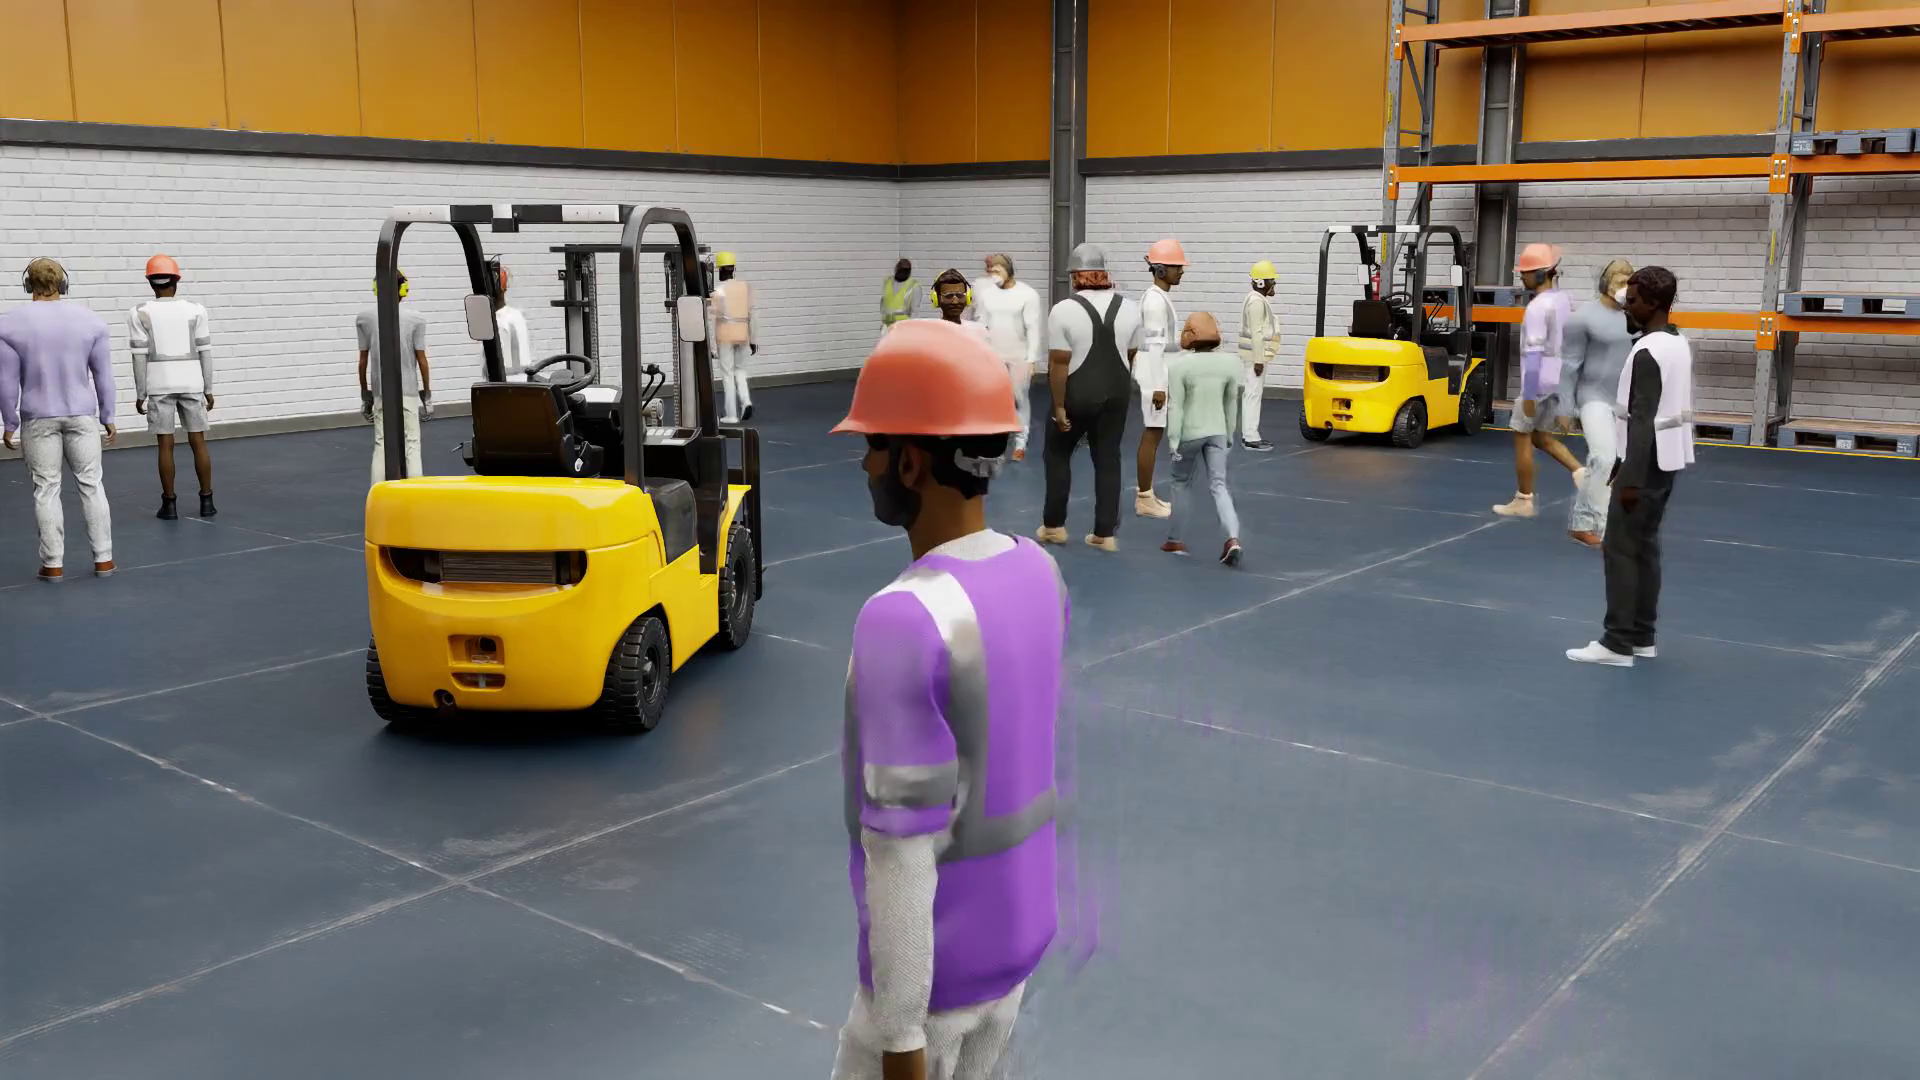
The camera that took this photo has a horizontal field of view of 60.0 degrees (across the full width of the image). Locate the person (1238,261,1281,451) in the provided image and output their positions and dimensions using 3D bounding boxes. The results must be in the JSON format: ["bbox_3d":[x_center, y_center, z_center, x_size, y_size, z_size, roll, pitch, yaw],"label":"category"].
[{"bbox_3d":[2.913,-1.791,16.198,0.404,1.834,0.591,1,10,8],"label":"person"}]

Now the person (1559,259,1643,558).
[{"bbox_3d":[4.253,-0.839,10.713,0.650,1.902,0.894,-3,11,-18],"label":"person"}]

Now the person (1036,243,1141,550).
[{"bbox_3d":[0.821,-0.969,11.068,0.693,2.000,0.765,-4,11,-21],"label":"person"}]

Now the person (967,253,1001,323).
[{"bbox_3d":[0.420,-2.238,18.515,0.670,1.882,0.729,5,12,28],"label":"person"}]

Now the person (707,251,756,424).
[{"bbox_3d":[-2.544,-2.232,18.408,0.617,1.913,0.410,-9,13,-40],"label":"person"}]

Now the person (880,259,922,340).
[{"bbox_3d":[-0.846,-2.832,22.099,0.699,1.788,0.824,5,11,25],"label":"person"}]

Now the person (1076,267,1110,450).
[{"bbox_3d":[1.331,-1.797,16.261,0.403,1.826,0.591,-3,11,-15],"label":"person"}]

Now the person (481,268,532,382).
[{"bbox_3d":[-2.999,-0.902,11.177,0.481,1.865,0.617,0,10,0],"label":"person"}]

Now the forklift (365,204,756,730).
[{"bbox_3d":[-1.766,-0.406,7.525,1.214,2.155,2.313,1,10,7],"label":"forklift"}]

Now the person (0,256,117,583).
[{"bbox_3d":[-5.385,-0.715,9.945,0.635,1.937,0.353,-7,12,-34],"label":"person"}]

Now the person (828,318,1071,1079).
[{"bbox_3d":[0.036,0.621,2.597,0.622,1.921,0.550,6,12,29],"label":"person"}]

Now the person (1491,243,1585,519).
[{"bbox_3d":[4.262,-1.125,12.002,0.688,2.017,0.630,9,14,41],"label":"person"}]

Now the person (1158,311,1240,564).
[{"bbox_3d":[1.555,-0.652,10.554,0.503,1.604,0.800,-3,11,-17],"label":"person"}]

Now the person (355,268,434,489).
[{"bbox_3d":[-4.032,-1.020,11.869,0.507,1.859,0.351,0,10,0],"label":"person"}]

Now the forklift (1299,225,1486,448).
[{"bbox_3d":[4.449,-2.115,16.993,1.214,2.155,2.313,8,13,38],"label":"forklift"}]

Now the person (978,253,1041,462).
[{"bbox_3d":[0.428,-1.629,15.089,0.659,1.904,0.750,4,11,22],"label":"person"}]

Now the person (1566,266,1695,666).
[{"bbox_3d":[3.273,-0.350,8.004,0.454,1.915,0.607,7,13,35],"label":"person"}]

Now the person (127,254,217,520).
[{"bbox_3d":[-5.750,-1.110,12.161,0.542,1.928,0.374,-6,12,-32],"label":"person"}]

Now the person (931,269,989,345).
[{"bbox_3d":[-0.053,-0.664,9.857,0.535,1.868,0.309,-4,11,-20],"label":"person"}]

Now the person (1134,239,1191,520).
[{"bbox_3d":[1.483,-1.179,12.223,0.394,2.042,0.611,1,10,7],"label":"person"}]
